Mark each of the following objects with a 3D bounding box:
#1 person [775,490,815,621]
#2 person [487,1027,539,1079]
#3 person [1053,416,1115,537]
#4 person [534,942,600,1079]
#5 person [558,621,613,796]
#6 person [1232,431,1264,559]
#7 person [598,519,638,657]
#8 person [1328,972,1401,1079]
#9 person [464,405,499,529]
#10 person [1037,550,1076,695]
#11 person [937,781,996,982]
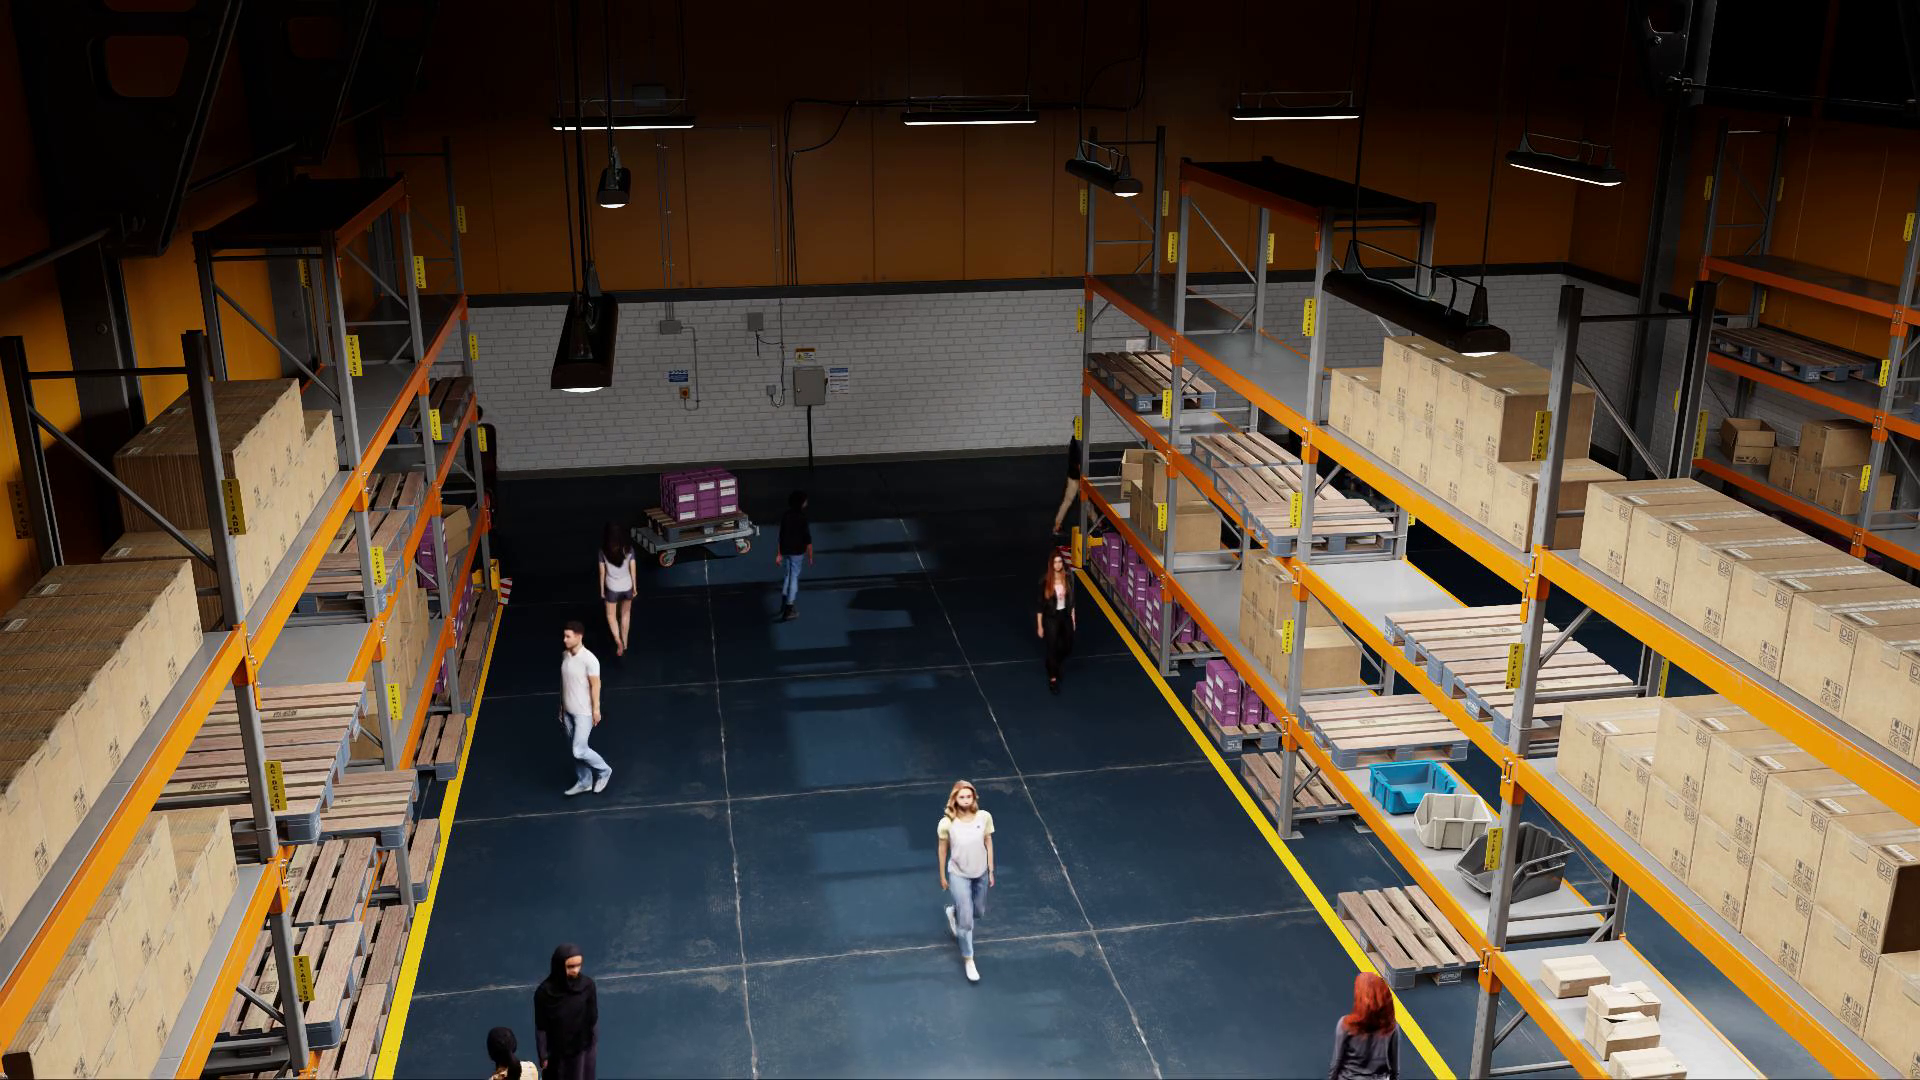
[{"bbox_3d":[-2.164,0.208,21.186,0.756,1.680,0.818,7,20,20],"label":"person"},{"bbox_3d":[-2.706,3.864,10.341,1.200,1.673,1.082,15,24,38],"label":"person"},{"bbox_3d":[1.620,-0.902,24.274,0.998,1.811,1.171,3,19,9],"label":"person"},{"bbox_3d":[-2.734,3.489,11.576,0.679,1.596,1.004,-7,20,-19],"label":"person"},{"bbox_3d":[-3.735,1.661,16.604,0.828,1.849,0.898,17,25,41],"label":"person"},{"bbox_3d":[4.135,-0.626,23.393,0.972,1.852,0.949,8,20,24],"label":"person"},{"bbox_3d":[-4.102,0.607,19.988,0.683,1.687,0.956,-6,20,-18],"label":"person"},{"bbox_3d":[2.624,3.655,10.821,0.652,1.762,0.881,0,19,-1],"label":"person"},{"bbox_3d":[-7.075,-1.080,24.756,0.938,1.842,1.120,-12,22,-32],"label":"person"},{"bbox_3d":[1.088,0.900,19.096,0.640,1.702,0.690,-5,19,-14],"label":"person"},{"bbox_3d":[0.032,2.726,13.665,0.732,1.708,1.004,-6,20,-18],"label":"person"}]
